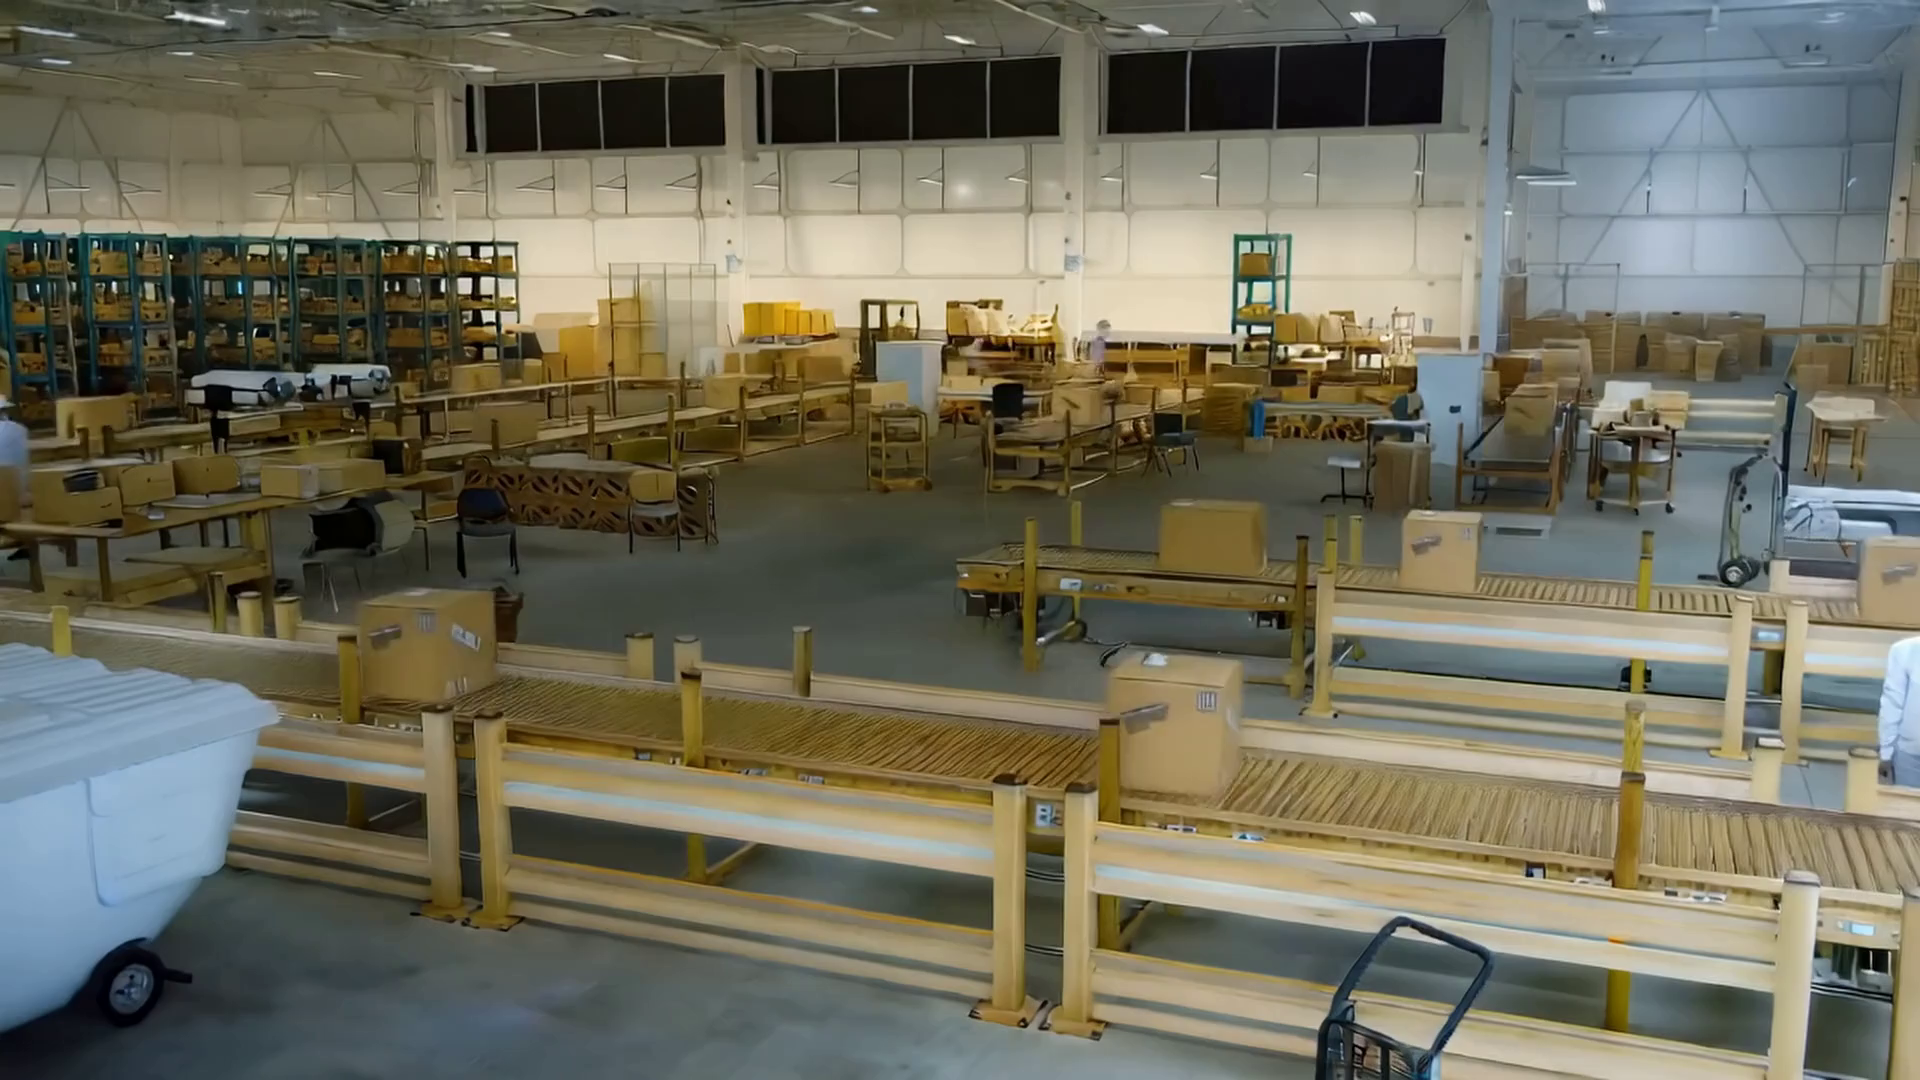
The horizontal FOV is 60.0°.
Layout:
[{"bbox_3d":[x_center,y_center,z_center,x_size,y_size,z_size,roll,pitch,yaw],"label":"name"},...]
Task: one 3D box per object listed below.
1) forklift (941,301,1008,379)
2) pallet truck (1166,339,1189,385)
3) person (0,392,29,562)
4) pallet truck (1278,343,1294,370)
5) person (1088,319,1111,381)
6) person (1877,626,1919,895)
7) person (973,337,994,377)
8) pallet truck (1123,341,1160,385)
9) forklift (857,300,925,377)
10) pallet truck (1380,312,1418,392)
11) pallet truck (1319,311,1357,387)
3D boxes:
[{"bbox_3d":[0.365,-4.966,41.571,1.157,1.987,2.680,3,10,20],"label":"forklift"},{"bbox_3d":[5.418,-4.269,40.420,0.704,1.261,1.522,3,10,20],"label":"pallet truck"},{"bbox_3d":[-9.772,-0.652,17.117,0.526,1.757,0.404,3,10,15],"label":"person"},{"bbox_3d":[7.886,-4.163,39.743,0.653,1.274,1.630,4,10,22],"label":"pallet truck"},{"bbox_3d":[2.593,-3.187,31.659,0.577,2.021,0.634,-2,10,-11],"label":"person"},{"bbox_3d":[4.408,0.991,7.500,0.500,1.636,0.281,6,11,33],"label":"person"},{"bbox_3d":[0.449,-3.389,33.412,1.004,1.859,0.662,2,10,13],"label":"person"},{"bbox_3d":[4.445,-4.380,41.279,0.680,1.201,1.601,4,10,22],"label":"pallet truck"},{"bbox_3d":[-1.732,-5.109,42.468,1.157,1.987,2.680,4,10,22],"label":"forklift"},{"bbox_3d":[10.207,-4.283,38.369,0.823,1.965,1.885,3,10,20],"label":"pallet truck"},{"bbox_3d":[9.071,-4.419,39.190,0.823,1.965,1.885,5,10,26],"label":"pallet truck"}]
